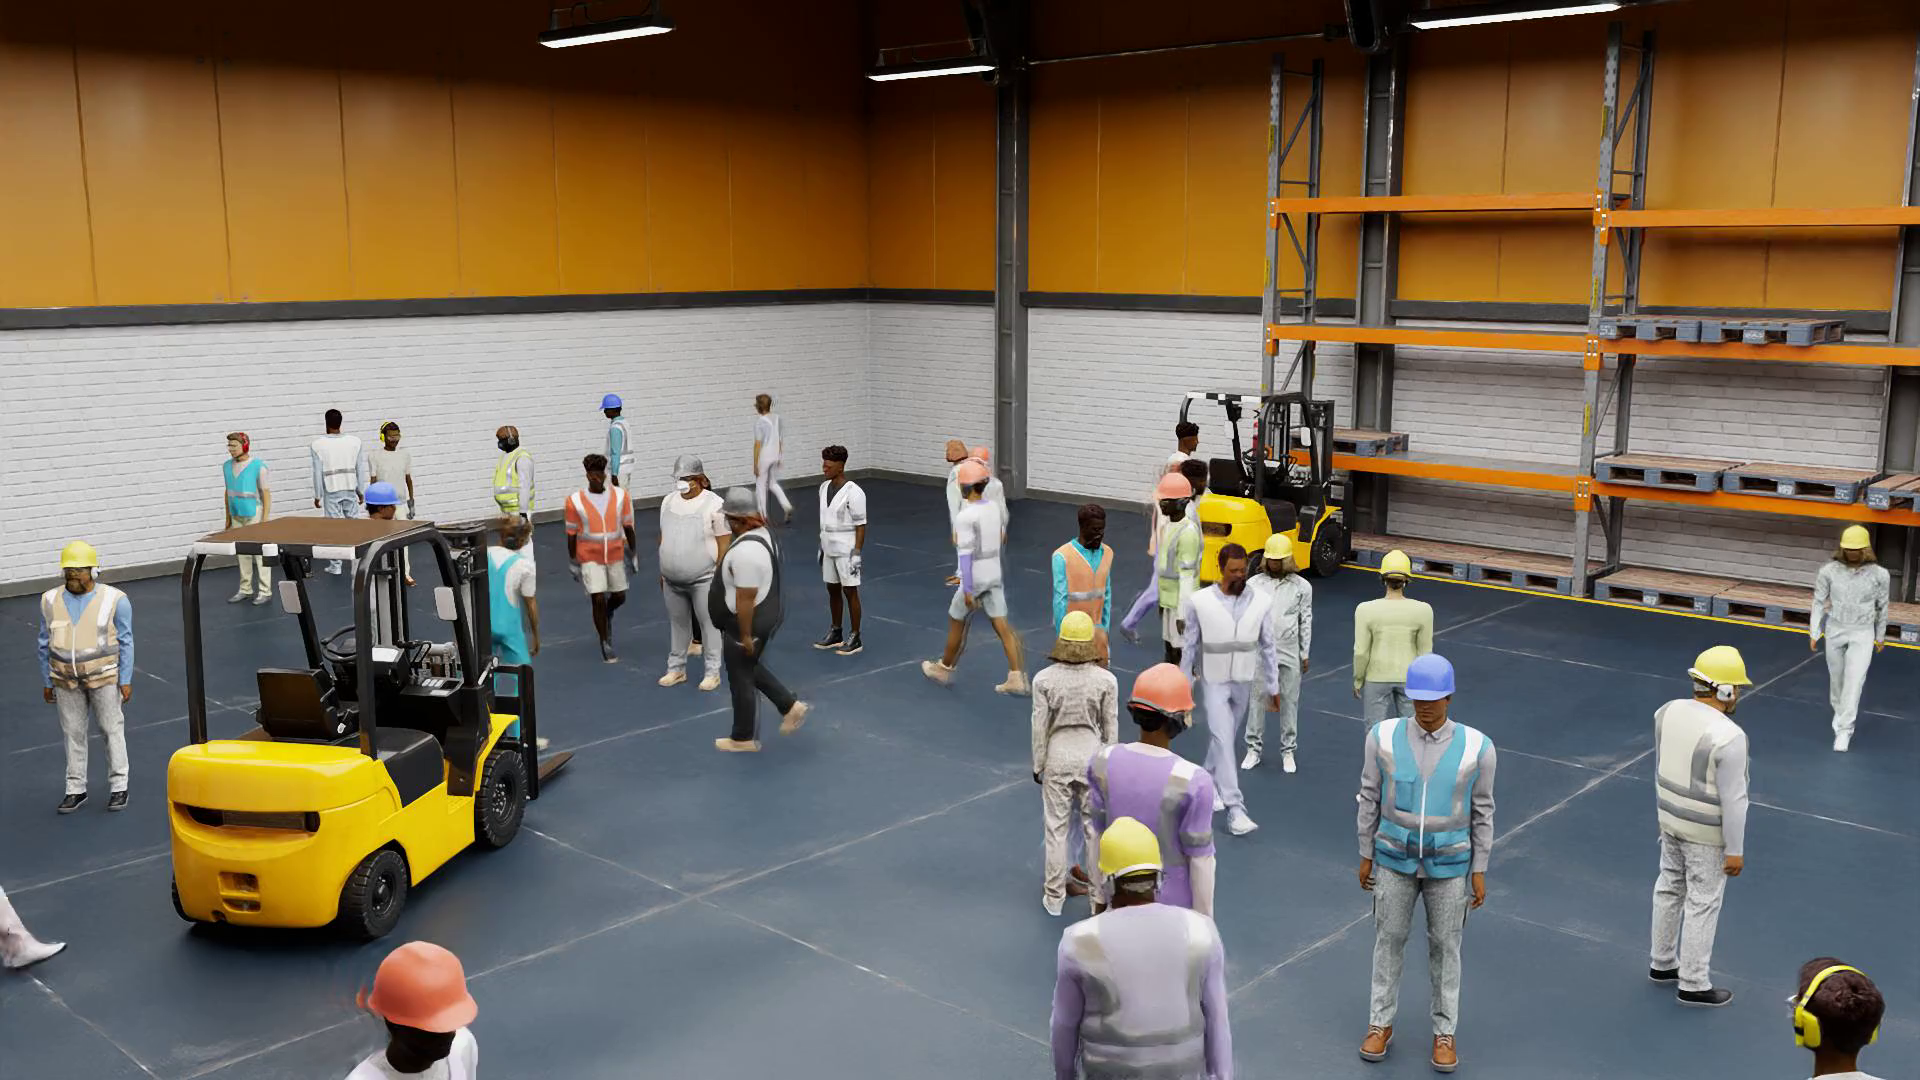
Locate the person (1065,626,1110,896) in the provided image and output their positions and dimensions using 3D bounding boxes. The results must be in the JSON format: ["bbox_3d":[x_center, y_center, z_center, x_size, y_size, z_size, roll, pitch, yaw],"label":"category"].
[{"bbox_3d":[0.710,1.285,9.623,0.417,1.611,0.526,-1,10,-8],"label":"person"}]

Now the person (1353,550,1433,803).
[{"bbox_3d":[2.892,0.944,11.153,0.525,1.769,0.308,1,10,3],"label":"person"}]

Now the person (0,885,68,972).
[{"bbox_3d":[-5.190,1.357,8.490,1.009,1.868,0.607,1,10,5],"label":"person"}]

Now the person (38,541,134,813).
[{"bbox_3d":[-5.843,0.913,11.126,0.590,1.837,0.404,-1,10,-8],"label":"person"}]

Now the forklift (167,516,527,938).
[{"bbox_3d":[-3.583,0.976,9.748,1.214,2.155,2.313,2,10,11],"label":"forklift"}]

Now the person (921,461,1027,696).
[{"bbox_3d":[0.136,0.321,14.094,1.078,1.988,0.627,9,13,41],"label":"person"}]

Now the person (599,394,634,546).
[{"bbox_3d":[-4.343,-0.889,21.107,0.416,1.939,0.604,0,10,-1],"label":"person"}]

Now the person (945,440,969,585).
[{"bbox_3d":[-0.036,-0.311,18.672,0.267,1.632,0.509,0,10,0],"label":"person"}]

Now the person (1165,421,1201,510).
[{"bbox_3d":[2.356,-0.273,17.510,0.362,1.965,0.611,-3,10,-15],"label":"person"}]

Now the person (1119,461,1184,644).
[{"bbox_3d":[1.943,0.142,15.662,0.954,1.806,0.584,6,12,32],"label":"person"}]

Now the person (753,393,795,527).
[{"bbox_3d":[-2.557,-1.057,22.351,0.633,1.832,0.533,8,13,38],"label":"person"}]

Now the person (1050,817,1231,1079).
[{"bbox_3d":[0.612,1.852,5.912,0.602,1.782,0.907,-2,10,-12],"label":"person"}]

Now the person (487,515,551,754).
[{"bbox_3d":[-3.395,0.715,12.373,0.638,1.805,0.353,-1,10,-3],"label":"person"}]

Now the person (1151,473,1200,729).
[{"bbox_3d":[1.675,0.483,13.031,0.397,2.039,0.610,-1,10,-5],"label":"person"}]

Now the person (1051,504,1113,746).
[{"bbox_3d":[0.901,0.662,12.389,0.585,1.903,0.406,-9,13,-41],"label":"person"}]

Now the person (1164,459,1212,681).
[{"bbox_3d":[1.982,0.252,14.576,0.433,1.947,0.625,0,10,1],"label":"person"}]

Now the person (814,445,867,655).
[{"bbox_3d":[-1.122,0.085,15.477,0.362,1.960,0.613,-9,13,-41],"label":"person"}]

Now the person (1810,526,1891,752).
[{"bbox_3d":[6.799,0.707,12.721,0.498,1.694,0.950,7,12,36],"label":"person"}]

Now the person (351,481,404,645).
[{"bbox_3d":[-4.595,0.499,13.211,0.429,1.940,0.615,-8,13,-38],"label":"person"}]

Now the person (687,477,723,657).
[{"bbox_3d":[-2.397,0.238,15.386,0.319,1.698,0.548,9,13,42],"label":"person"}]

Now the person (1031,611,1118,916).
[{"bbox_3d":[0.647,1.260,9.414,0.489,1.743,0.322,1,10,3],"label":"person"}]

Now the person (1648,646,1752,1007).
[{"bbox_3d":[3.694,1.420,8.296,0.403,1.821,0.600,-2,10,-13],"label":"person"}]

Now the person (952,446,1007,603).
[{"bbox_3d":[0.185,-0.121,17.381,0.589,1.718,0.828,3,10,17],"label":"person"}]

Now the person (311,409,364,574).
[{"bbox_3d":[-7.199,-0.563,19.291,0.593,1.922,0.391,-8,13,-39],"label":"person"}]

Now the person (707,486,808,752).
[{"bbox_3d":[-1.564,0.584,12.418,0.647,2.000,0.693,2,10,9],"label":"person"}]

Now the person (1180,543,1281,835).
[{"bbox_3d":[1.782,0.944,10.868,0.617,1.861,0.993,-3,10,-16],"label":"person"}]

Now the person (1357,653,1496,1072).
[{"bbox_3d":[2.131,1.467,7.658,0.607,1.948,0.389,4,11,20],"label":"person"}]

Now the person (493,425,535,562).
[{"bbox_3d":[-4.926,-0.356,18.387,0.429,1.831,0.635,-8,12,-37],"label":"person"}]

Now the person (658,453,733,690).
[{"bbox_3d":[-2.311,0.269,14.213,0.676,2.000,0.536,4,11,21],"label":"person"}]

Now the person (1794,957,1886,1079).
[{"bbox_3d":[2.343,2.055,4.575,0.506,1.859,0.332,-2,10,-10],"label":"person"}]

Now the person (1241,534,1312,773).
[{"bbox_3d":[2.270,0.813,11.966,0.494,1.741,0.310,3,10,15],"label":"person"}]

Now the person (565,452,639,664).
[{"bbox_3d":[-3.308,0.135,15.285,0.666,1.935,0.722,-5,11,-27],"label":"person"}]

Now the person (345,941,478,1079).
[{"bbox_3d":[-1.441,2.020,4.643,0.830,1.899,0.570,5,11,26],"label":"person"}]

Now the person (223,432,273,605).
[{"bbox_3d":[-7.541,-0.235,17.636,0.569,1.843,0.374,4,11,21],"label":"person"}]

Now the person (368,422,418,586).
[{"bbox_3d":[-6.303,-0.388,18.481,0.509,1.860,0.334,-8,13,-40],"label":"person"}]

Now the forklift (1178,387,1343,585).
[{"bbox_3d":[3.298,-0.608,18.767,1.214,2.155,2.313,9,13,42],"label":"forklift"}]

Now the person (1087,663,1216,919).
[{"bbox_3d":[0.829,1.523,7.093,0.605,2.034,0.397,8,13,40],"label":"person"}]
